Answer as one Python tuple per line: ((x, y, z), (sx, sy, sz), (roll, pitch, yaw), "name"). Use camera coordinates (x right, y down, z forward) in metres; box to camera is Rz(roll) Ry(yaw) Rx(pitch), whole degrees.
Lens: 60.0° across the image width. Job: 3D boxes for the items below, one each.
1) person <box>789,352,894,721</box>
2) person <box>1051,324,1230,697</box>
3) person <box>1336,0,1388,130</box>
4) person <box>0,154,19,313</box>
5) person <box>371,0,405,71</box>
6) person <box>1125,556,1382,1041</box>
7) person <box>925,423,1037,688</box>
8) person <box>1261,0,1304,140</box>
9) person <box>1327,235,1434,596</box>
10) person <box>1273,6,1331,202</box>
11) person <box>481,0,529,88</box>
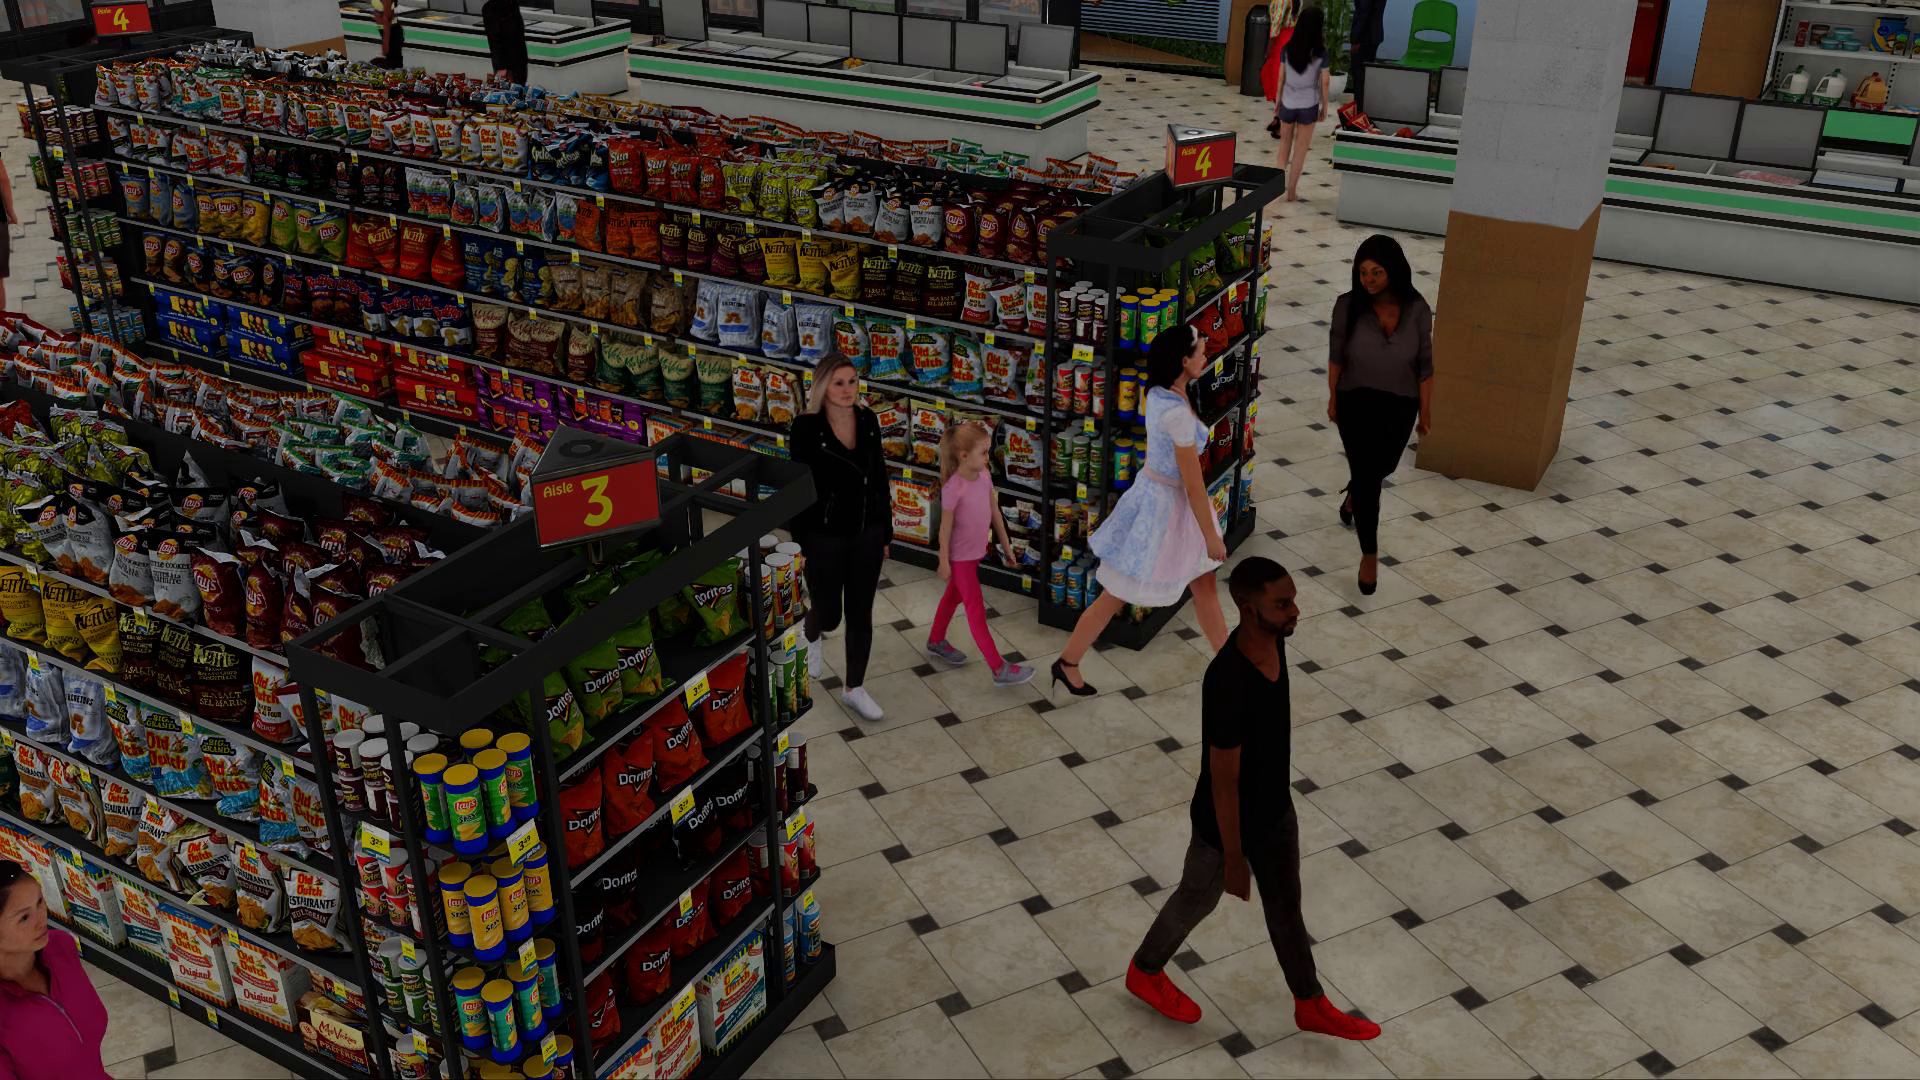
((-0.551, -0.025, 7.261), (0.839, 1.675, 0.939), (-15, 31, -27), "person")
((0.774, -0.018, 7.168), (1.315, 1.747, 1.037), (0, 27, -1), "person")
((4.234, -5.220, 17.341), (0.590, 1.824, 0.705), (17, 31, 30), "person")
((-6.707, -2.160, 11.284), (0.811, 1.844, 0.873), (-7, 28, -13), "person")
((-6.008, -5.300, 17.605), (0.837, 1.727, 0.759), (-2, 27, -3), "person")
((0.826, 0.867, 5.404), (1.081, 1.763, 0.684), (15, 31, 27), "person")
((-0.027, 0.044, 7.605), (0.860, 1.240, 0.484), (16, 31, 29), "person")
((3.348, -4.928, 16.815), (0.691, 1.777, 0.624), (17, 32, 30), "person")
((2.077, -0.663, 8.395), (1.159, 1.788, 1.069), (2, 27, 4), "person")
((2.985, -3.838, 14.760), (0.538, 1.694, 0.682), (12, 29, 23), "person")
((-4.388, -4.629, 16.157), (0.711, 1.839, 0.793), (5, 27, 9), "person")
